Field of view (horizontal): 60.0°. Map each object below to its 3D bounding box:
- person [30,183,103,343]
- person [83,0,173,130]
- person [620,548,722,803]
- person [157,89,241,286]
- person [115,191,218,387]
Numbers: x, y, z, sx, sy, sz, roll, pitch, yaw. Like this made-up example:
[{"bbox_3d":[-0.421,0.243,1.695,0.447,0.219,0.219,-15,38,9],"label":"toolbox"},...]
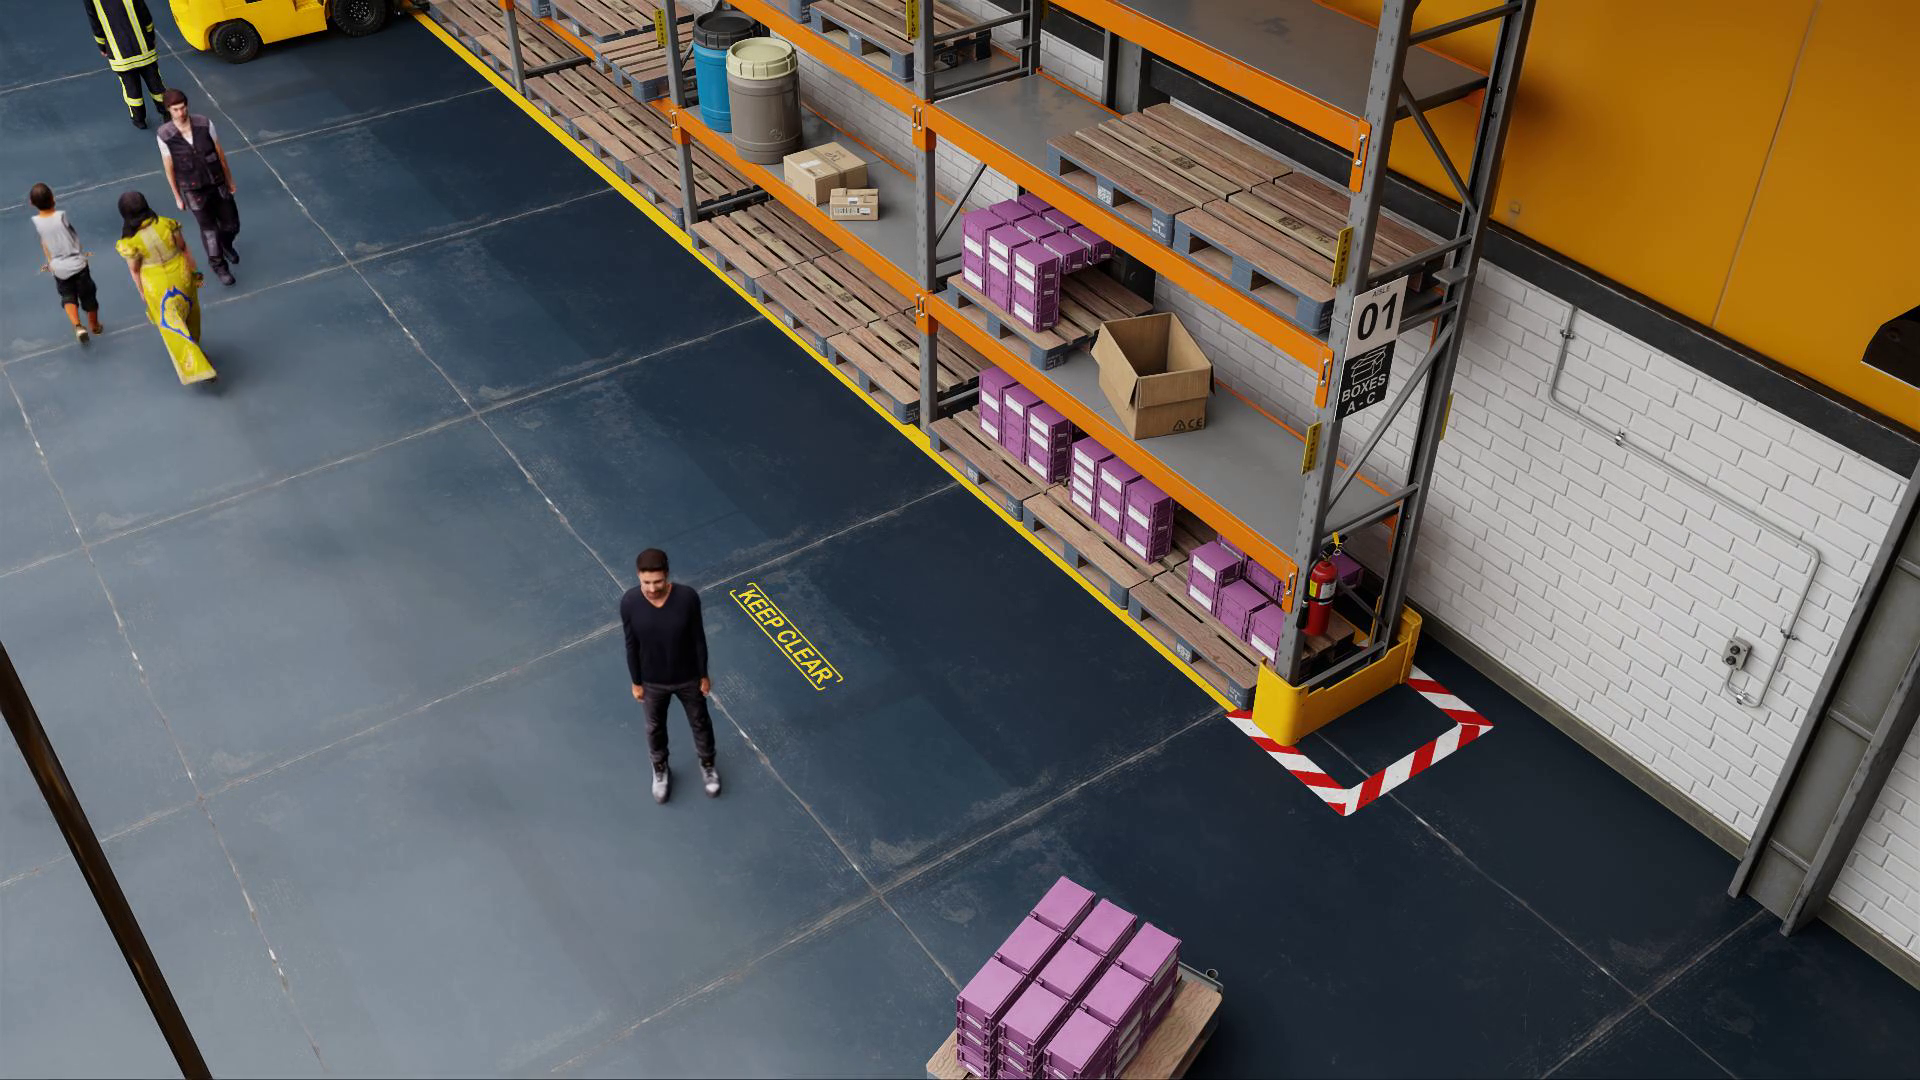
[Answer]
[{"bbox_3d":[-7.498,-2.340,13.946,0.675,1.445,0.787,-13,40,-15],"label":"person"},{"bbox_3d":[-8.605,-5.173,17.160,0.760,1.860,0.701,-20,43,-23],"label":"person"},{"bbox_3d":[-1.688,0.771,9.714,0.701,1.864,0.701,-5,39,-6],"label":"person"},{"bbox_3d":[-6.693,-3.147,14.649,0.716,1.829,0.777,-24,44,-27],"label":"person"},{"bbox_3d":[-6.319,-1.980,13.377,1.436,1.592,0.986,28,46,30],"label":"person"}]
